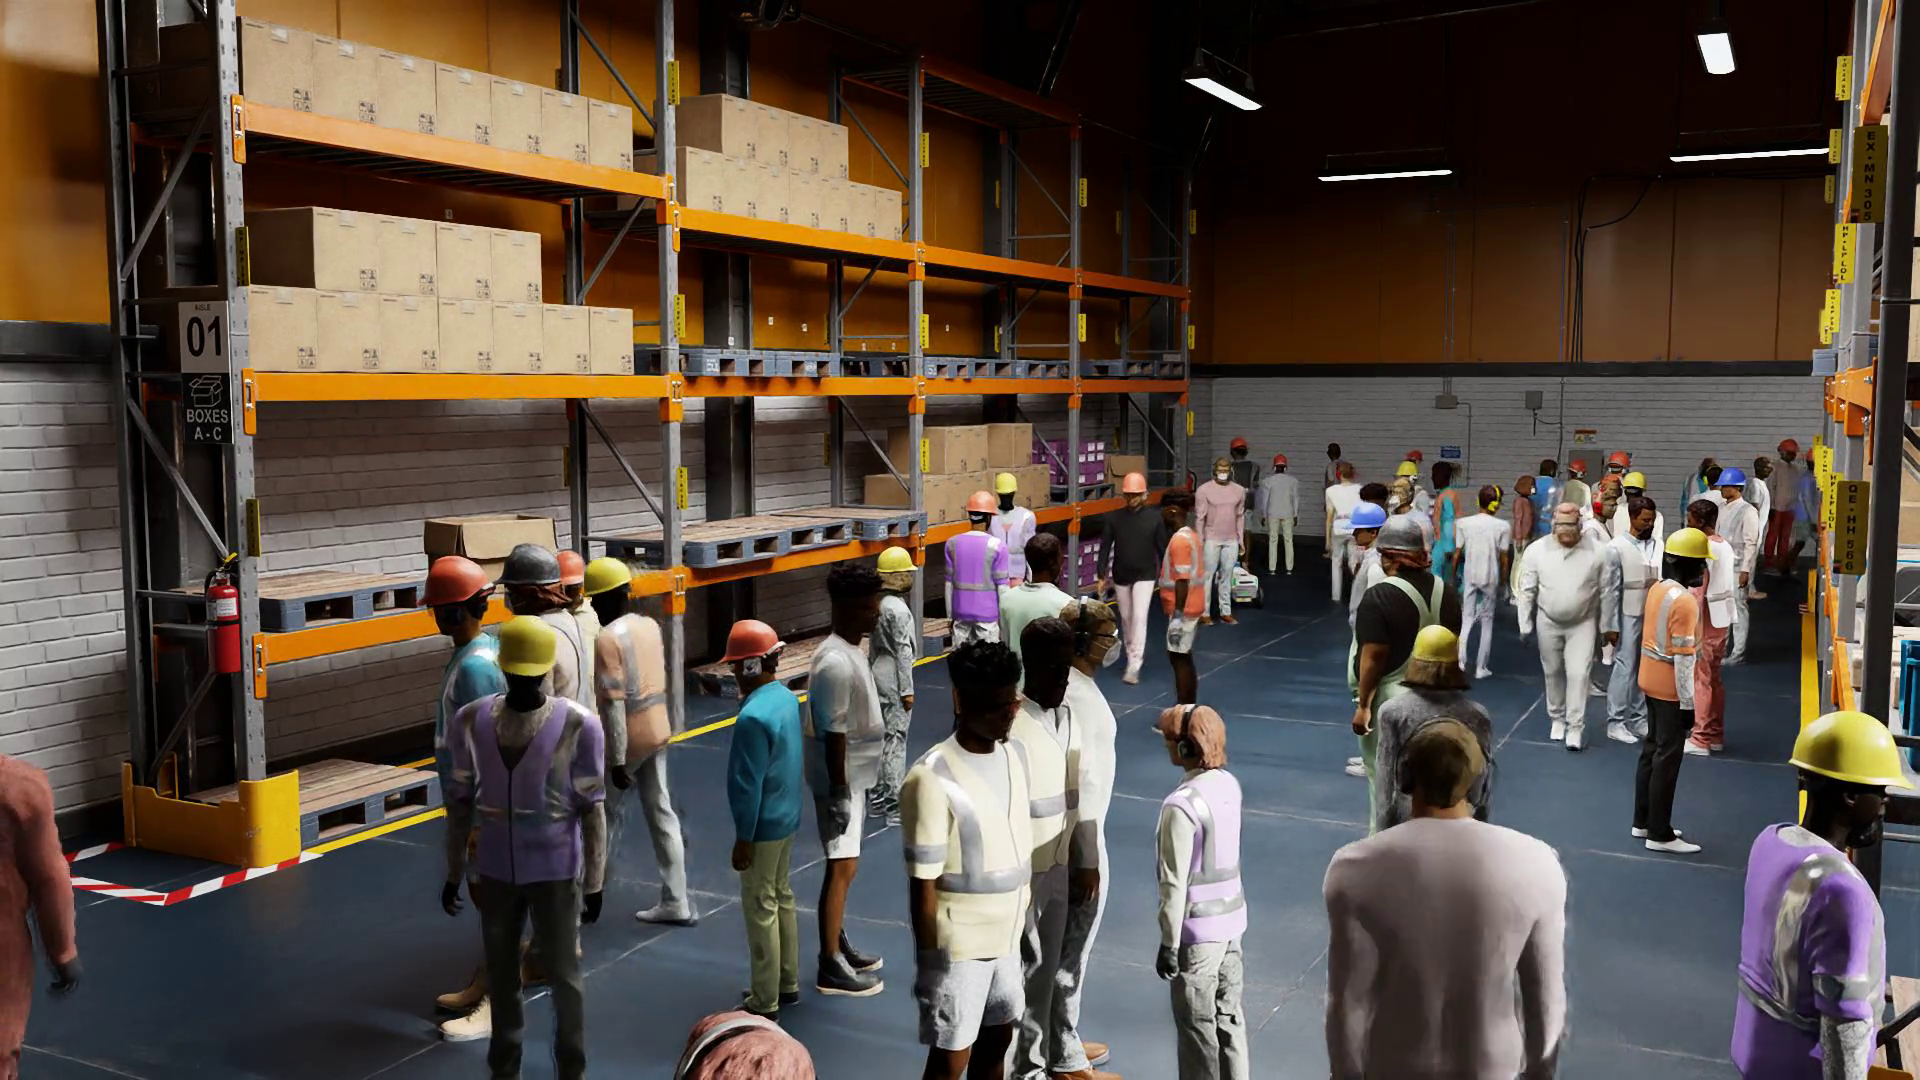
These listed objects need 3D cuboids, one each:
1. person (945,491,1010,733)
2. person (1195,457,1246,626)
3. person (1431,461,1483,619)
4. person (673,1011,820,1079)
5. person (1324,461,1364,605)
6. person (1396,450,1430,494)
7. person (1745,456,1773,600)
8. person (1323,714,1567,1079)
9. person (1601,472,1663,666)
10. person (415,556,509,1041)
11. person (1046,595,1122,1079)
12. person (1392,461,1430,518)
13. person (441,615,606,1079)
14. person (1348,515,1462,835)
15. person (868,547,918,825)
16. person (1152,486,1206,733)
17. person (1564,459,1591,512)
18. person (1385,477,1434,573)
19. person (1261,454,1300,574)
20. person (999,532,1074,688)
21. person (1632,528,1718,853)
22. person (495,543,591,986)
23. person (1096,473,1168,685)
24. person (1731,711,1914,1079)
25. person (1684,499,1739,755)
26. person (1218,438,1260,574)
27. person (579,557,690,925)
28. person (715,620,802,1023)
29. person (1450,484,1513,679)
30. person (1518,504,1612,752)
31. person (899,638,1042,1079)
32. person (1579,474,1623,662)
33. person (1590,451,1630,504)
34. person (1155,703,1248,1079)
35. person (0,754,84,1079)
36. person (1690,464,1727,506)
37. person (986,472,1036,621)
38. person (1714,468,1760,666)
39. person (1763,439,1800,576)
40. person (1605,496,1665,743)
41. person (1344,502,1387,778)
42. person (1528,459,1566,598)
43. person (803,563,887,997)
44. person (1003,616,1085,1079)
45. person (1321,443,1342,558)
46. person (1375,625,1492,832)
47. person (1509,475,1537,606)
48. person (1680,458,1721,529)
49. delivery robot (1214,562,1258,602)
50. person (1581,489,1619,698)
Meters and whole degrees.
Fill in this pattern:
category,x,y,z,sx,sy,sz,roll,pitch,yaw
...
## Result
category,x,y,z,sx,sy,sz,roll,pitch,yaw
person,0.149,0.580,13.075,0.548,1.925,0.392,2,6,25
person,2.985,0.019,19.036,0.629,1.936,0.372,-2,6,-18
person,5.663,0.033,19.179,0.790,1.892,0.590,2,6,17
person,-0.295,1.597,2.305,0.653,1.894,0.401,-4,6,-34
person,4.786,-0.067,20.553,0.579,1.822,0.704,-1,5,-9
person,7.145,-0.551,26.253,0.408,1.733,0.575,-3,6,-32
person,10.257,-0.154,21.394,0.351,1.843,0.506,3,6,31
person,1.269,1.411,4.317,0.642,1.903,0.970,0,5,4
person,6.519,0.296,16.207,0.592,1.911,0.398,3,6,26
person,-2.079,1.082,7.051,0.395,2.039,0.606,-1,6,-16
person,0.452,1.179,6.537,0.353,1.937,0.635,0,5,-4
person,5.450,-0.045,20.258,0.404,1.834,0.591,-2,6,-23
person,-1.635,1.225,6.225,0.633,1.915,0.397,1,5,10
person,2.433,0.868,9.333,0.690,2.000,0.538,-3,6,-31
person,-0.411,0.911,10.461,0.295,1.744,0.484,-3,6,-27
person,1.763,0.548,13.230,0.366,1.961,0.649,1,5,13
person,8.357,-0.221,22.570,0.328,1.753,0.560,-3,6,-26
person,3.910,0.412,14.789,0.372,1.940,0.631,-4,6,-34
person,4.647,-0.370,24.177,0.563,1.753,0.327,0,5,-2
person,0.462,0.914,9.475,0.392,1.922,0.593,-5,7,-43
person,4.247,0.883,9.866,0.409,1.918,0.585,1,5,7
person,-1.998,1.014,7.761,0.535,2.000,0.681,0,5,1
person,1.625,0.334,15.618,0.659,1.948,1.025,2,6,17
person,2.234,1.395,4.336,0.397,1.918,0.589,1,5,10
person,5.575,0.649,12.416,0.405,1.909,0.597,5,7,42
person,4.033,-0.483,24.154,0.603,1.981,1.022,0,5,-5
person,-1.762,1.023,8.516,0.902,1.872,0.595,2,6,20
person,-0.876,1.213,7.250,0.353,1.737,0.570,1,5,10
person,4.856,0.394,15.511,0.554,1.843,0.535,3,6,31
person,4.573,0.654,12.602,0.660,1.855,0.948,2,6,24
person,0.055,1.278,5.409,0.379,1.955,0.603,4,7,37
person,6.422,0.283,16.500,0.576,1.880,0.352,1,5,11
person,7.683,-0.047,19.502,0.408,1.984,0.615,-5,7,-44
person,0.854,1.391,5.909,0.318,1.630,0.514,3,6,33
person,-3.211,1.329,5.307,0.644,1.874,0.934,0,5,-1
person,8.389,0.095,18.546,0.514,1.876,0.328,2,6,18
person,0.435,0.313,15.925,0.586,1.926,0.371,0,5,-3
person,7.571,0.262,16.342,0.389,1.949,0.604,-1,5,-9
person,11.910,-0.471,24.052,0.612,1.986,0.407,-3,6,-29
person,5.202,0.610,12.846,0.602,1.906,0.411,-3,6,-30
person,2.901,0.701,11.703,0.418,1.939,0.612,1,5,15
person,7.544,-0.137,21.477,0.652,1.796,0.796,5,7,44
person,-0.519,1.073,7.579,0.372,1.959,0.613,0,5,3
person,0.264,1.228,6.142,0.392,1.914,0.587,3,6,32
person,5.951,-0.618,26.390,0.351,1.842,0.507,5,7,43
person,2.081,1.223,7.339,0.503,1.694,0.887,1,5,12
person,7.038,0.007,20.760,0.265,1.632,0.509,4,7,35
person,9.983,-0.211,22.341,0.639,1.780,0.873,3,6,32
delivery robot,3.406,0.514,20.556,0.477,0.478,0.707,-1,5,-12
person,5.620,0.462,14.762,0.374,1.840,0.569,3,6,27
